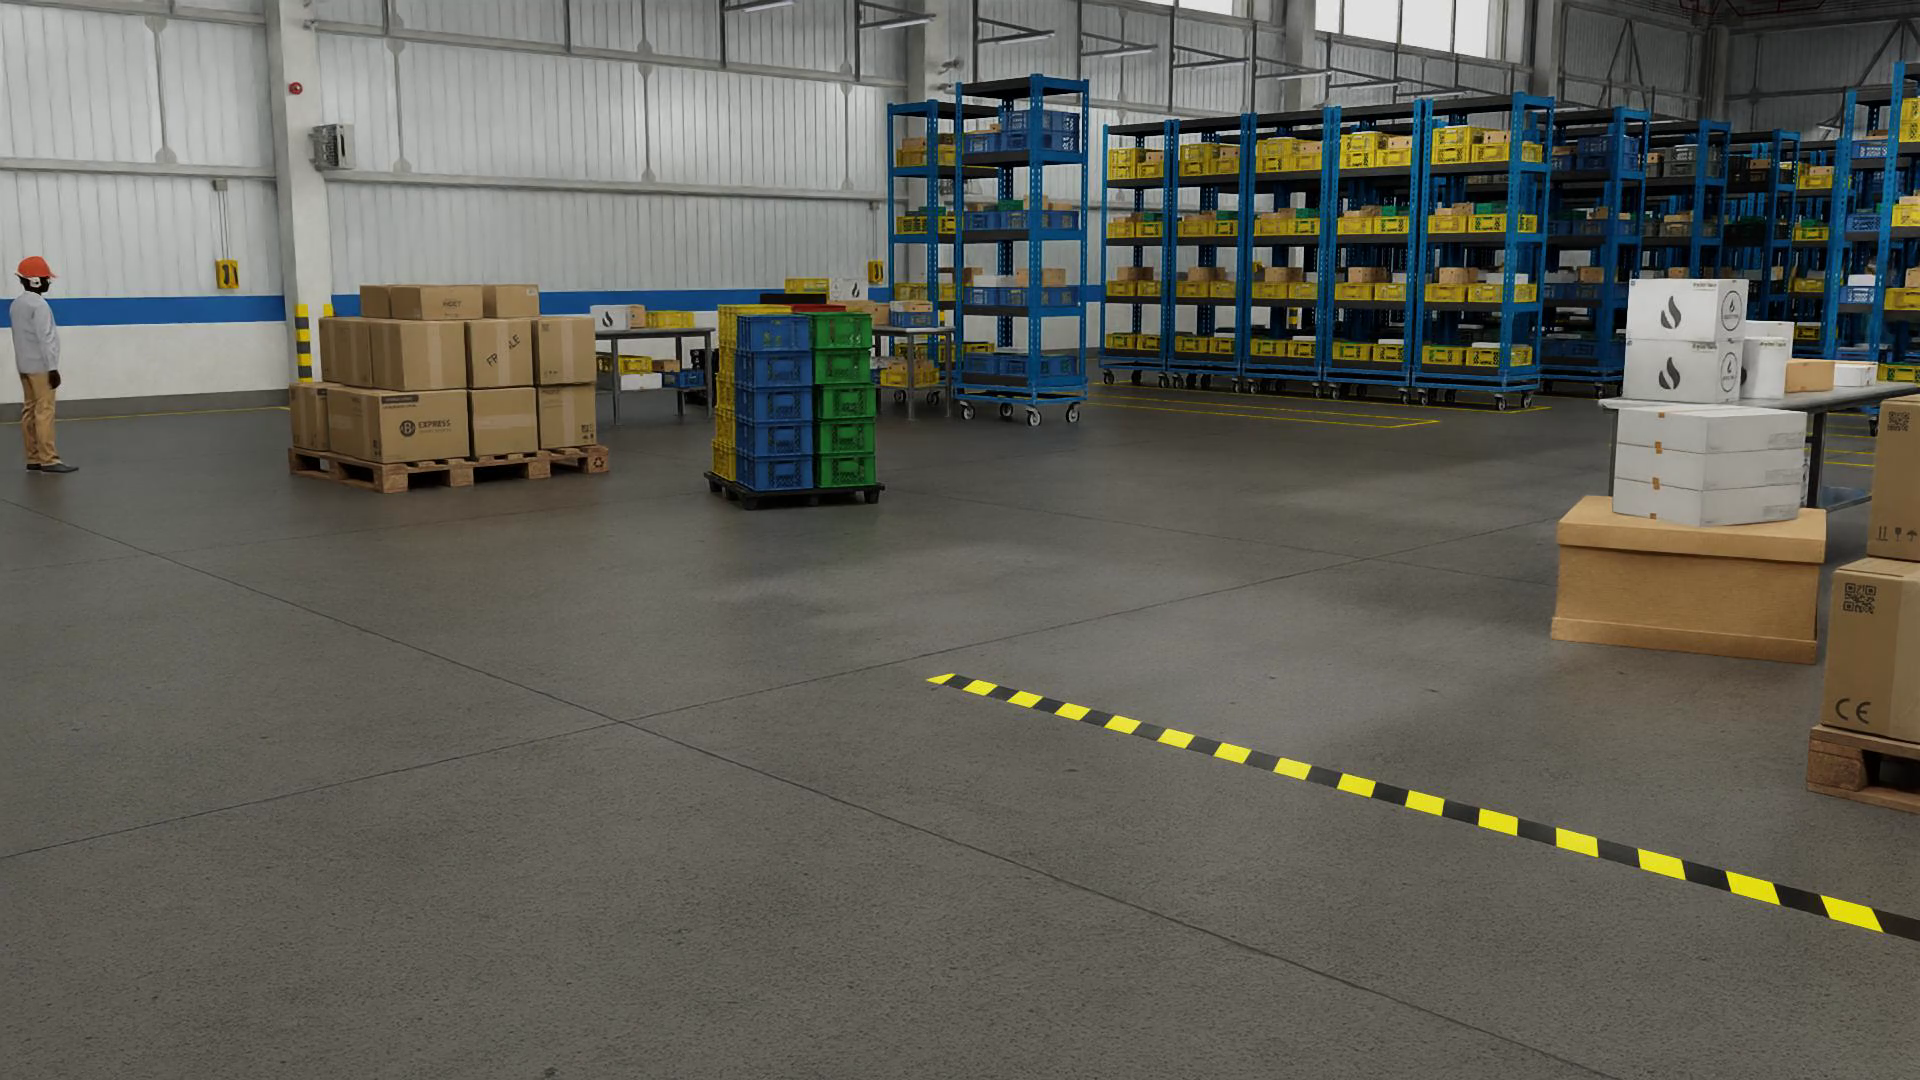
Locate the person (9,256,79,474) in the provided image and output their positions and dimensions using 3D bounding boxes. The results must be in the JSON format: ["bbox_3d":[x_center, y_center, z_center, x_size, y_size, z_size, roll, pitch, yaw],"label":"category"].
[{"bbox_3d":[-7.453,-1.414,13.489,0.562,1.753,0.334,8,12,40],"label":"person"}]

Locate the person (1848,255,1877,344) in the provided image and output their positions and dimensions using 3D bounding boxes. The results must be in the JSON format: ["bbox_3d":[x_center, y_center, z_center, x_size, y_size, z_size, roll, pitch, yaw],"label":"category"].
[{"bbox_3d":[14.604,-3.660,26.772,0.458,1.827,0.605,-6,11,-30],"label":"person"}]
